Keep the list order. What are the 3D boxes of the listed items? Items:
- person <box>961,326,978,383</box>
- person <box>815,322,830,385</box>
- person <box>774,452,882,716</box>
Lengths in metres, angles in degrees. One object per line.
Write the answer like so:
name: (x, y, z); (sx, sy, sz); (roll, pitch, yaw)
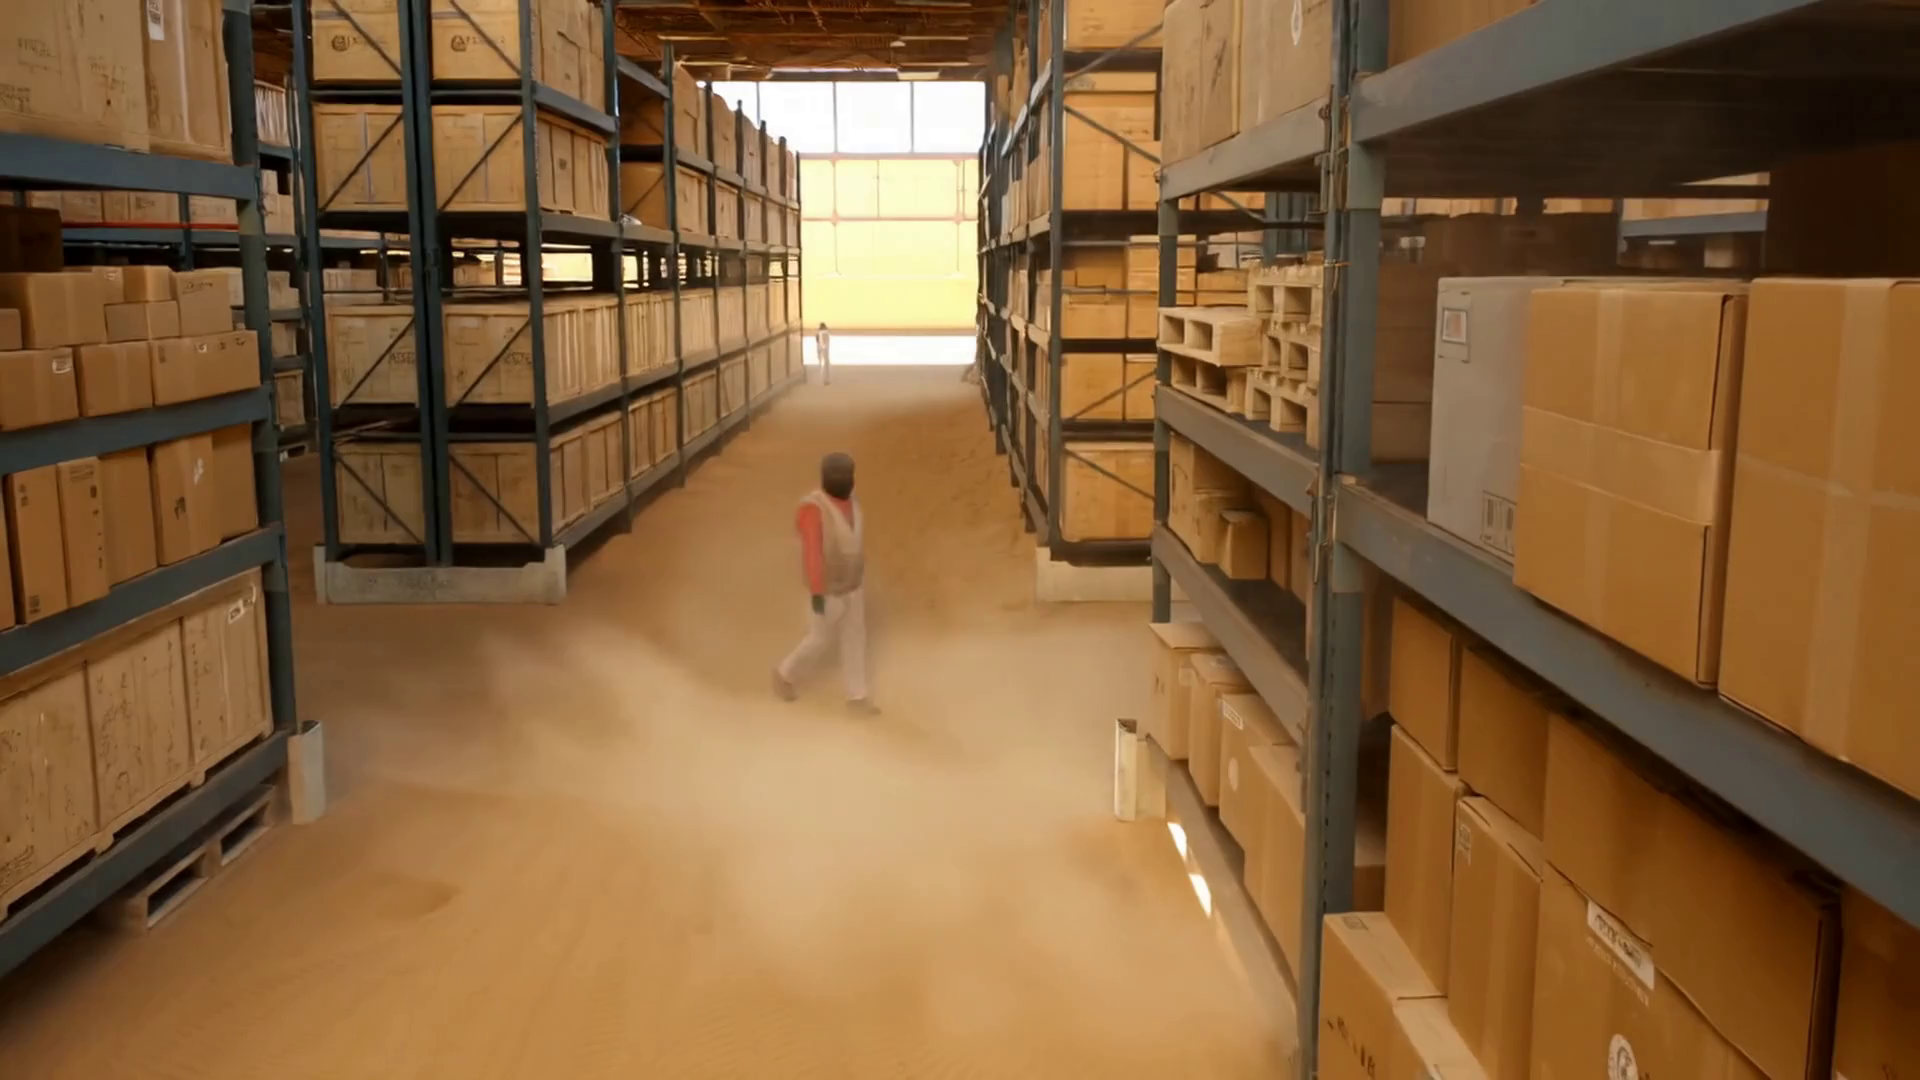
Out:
person: (0.483, -5.105, 44.217); (0.991, 1.894, 0.560); (0, 9, 1)
person: (-3.592, -4.882, 43.591); (0.312, 1.636, 0.520); (-8, 12, -41)
person: (-0.918, 0.294, 11.313); (0.713, 1.817, 0.629); (6, 11, 34)
